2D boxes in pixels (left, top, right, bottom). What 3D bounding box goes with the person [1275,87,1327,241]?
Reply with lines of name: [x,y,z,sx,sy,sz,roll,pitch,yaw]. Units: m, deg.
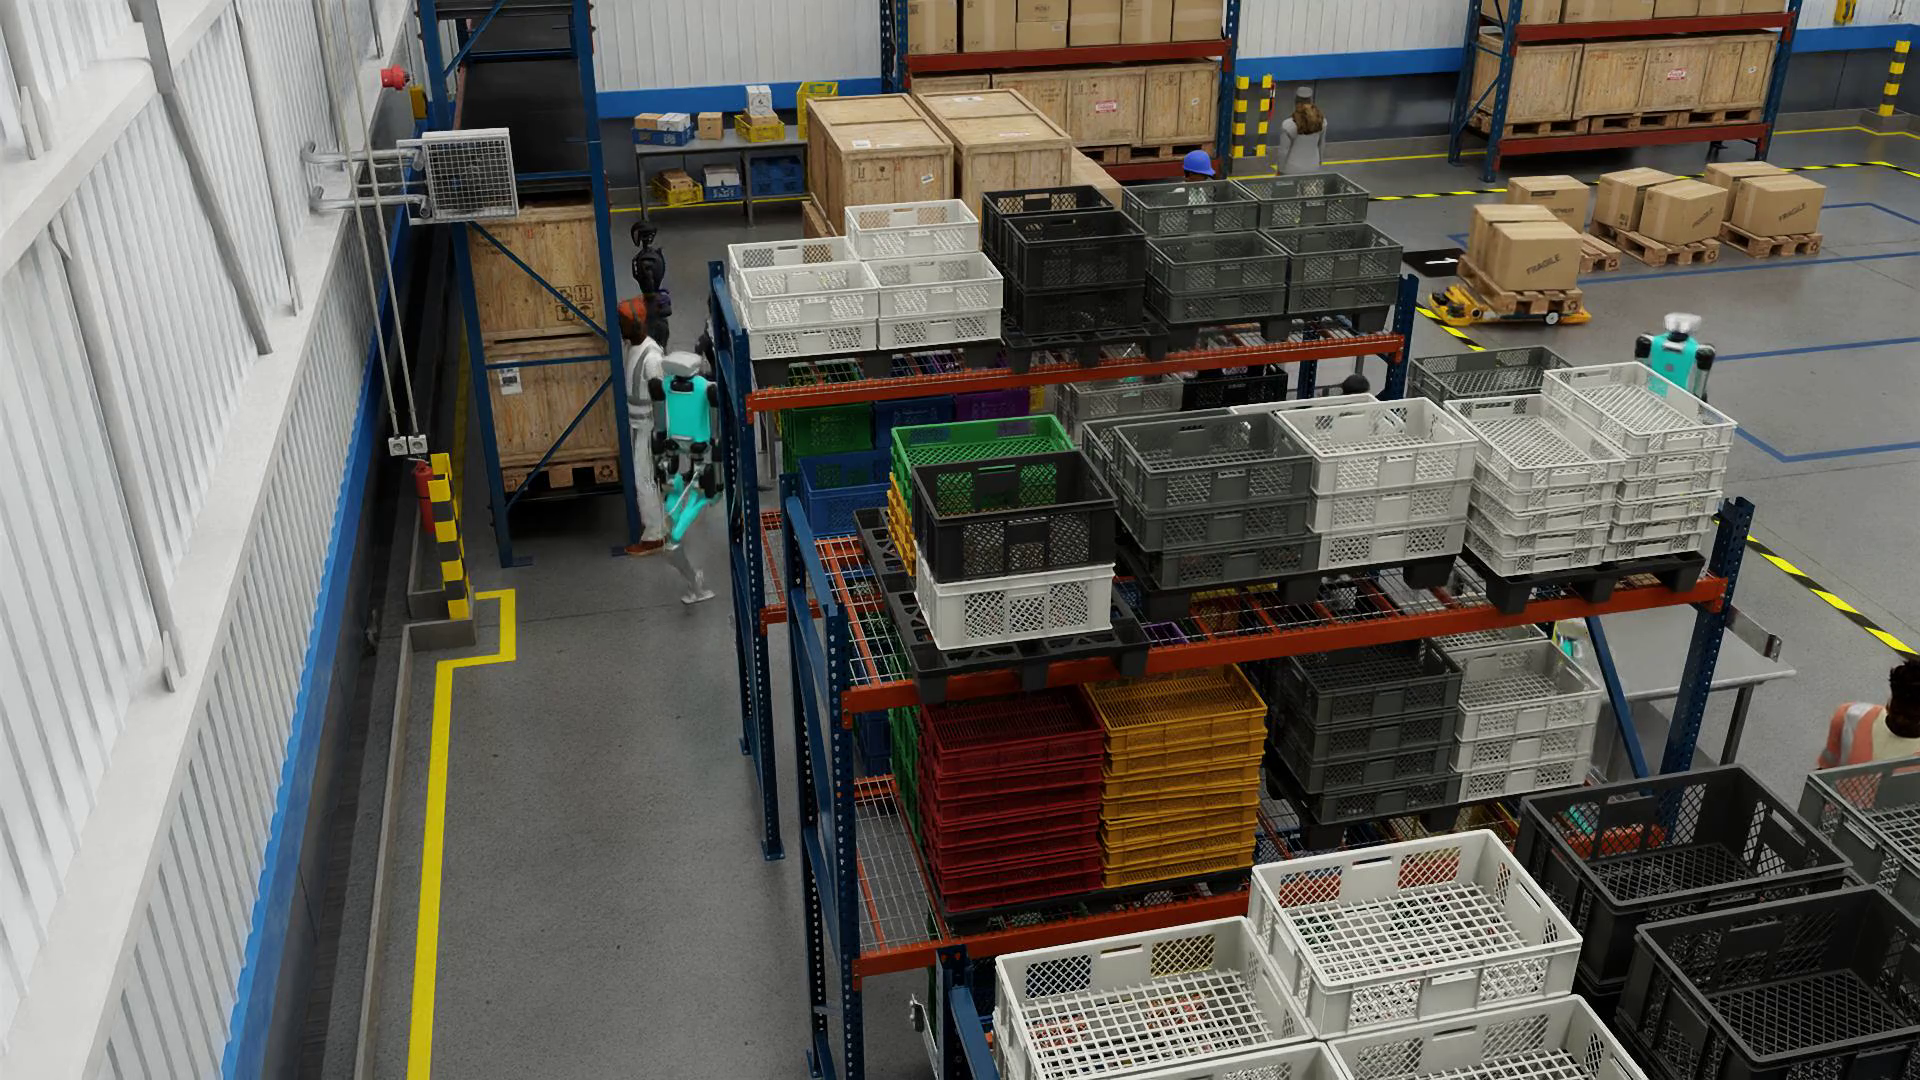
person: [3.692,-4.024,18.077,0.563,1.763,0.403,-10,29,-18]

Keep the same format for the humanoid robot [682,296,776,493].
humanoid robot: [-1.829,-1.108,12.688,0.800,1.618,0.587,17,32,29]

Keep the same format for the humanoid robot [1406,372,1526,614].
humanoid robot: [3.276,-0.198,10.882,0.801,1.796,0.530,-16,32,-28]

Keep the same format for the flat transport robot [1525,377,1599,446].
flat transport robot: [4.780,-1.036,14.013,0.659,0.231,1.431,-6,28,-12]

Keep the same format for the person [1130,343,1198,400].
person: [1.429,-0.649,11.424,0.622,1.992,0.605,25,37,39]

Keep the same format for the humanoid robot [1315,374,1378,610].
humanoid robot: [2.523,-0.316,11.122,0.609,1.648,0.355,22,35,36]

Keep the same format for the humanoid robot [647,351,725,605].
humanoid robot: [-1.885,-0.315,11.091,0.548,1.772,0.915,8,29,14]

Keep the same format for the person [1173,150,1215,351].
person: [2.073,-2.597,15.189,0.405,1.940,0.604,16,32,27]

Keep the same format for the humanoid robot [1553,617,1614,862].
humanoid robot: [3.065,1.161,8.360,0.640,1.874,0.535,6,28,12]

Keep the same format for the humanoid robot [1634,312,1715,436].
humanoid robot: [5.150,-0.870,12.135,0.540,1.768,0.918,18,33,30]

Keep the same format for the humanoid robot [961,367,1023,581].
humanoid robot: [0.047,-0.447,11.323,1.016,1.738,0.561,-15,31,-27]

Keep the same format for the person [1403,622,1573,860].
person: [2.706,1.138,8.269,0.925,1.773,0.579,16,32,28]

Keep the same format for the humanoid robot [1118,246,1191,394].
humanoid robot: [1.449,-1.489,13.155,0.735,1.676,0.533,-11,30,-19]

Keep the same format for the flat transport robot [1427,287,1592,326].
flat transport robot: [5.438,-2.343,16.462,1.431,0.197,0.652,-2,28,-4]

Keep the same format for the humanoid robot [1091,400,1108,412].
humanoid robot: [0.778,-0.129,10.790,0.347,1.644,0.604,-14,31,-24]

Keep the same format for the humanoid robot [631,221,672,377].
humanoid robot: [-2.603,-1.903,14.131,0.315,1.657,0.599,-5,28,-10]

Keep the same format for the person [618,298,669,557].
person: [-2.300,-0.823,11.887,0.483,1.875,0.581,-11,30,-19]

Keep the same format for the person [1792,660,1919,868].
person: [4.148,1.384,7.620,0.392,1.953,0.602,-21,34,-34]
